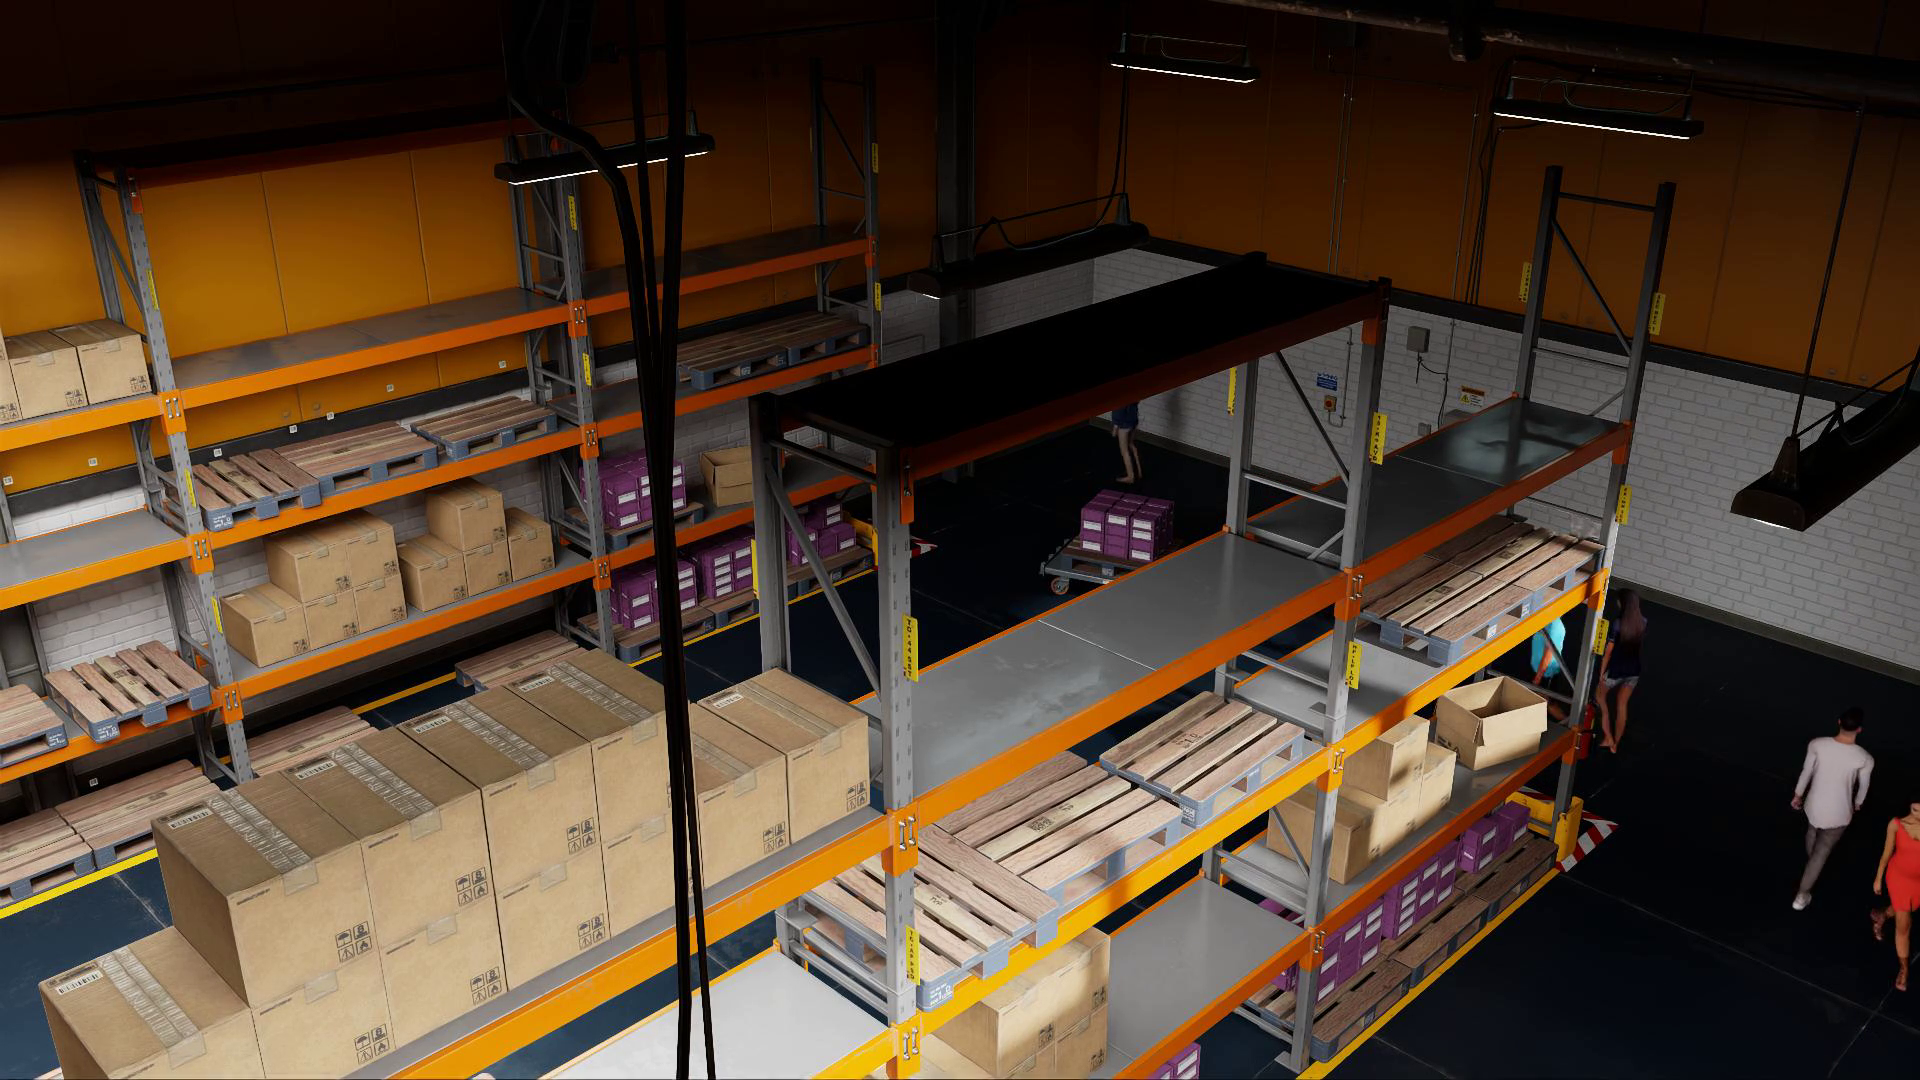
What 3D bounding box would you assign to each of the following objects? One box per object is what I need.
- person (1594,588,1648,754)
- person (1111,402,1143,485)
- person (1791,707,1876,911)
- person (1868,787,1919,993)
[{"bbox_3d":[6.457,1.325,16.152,0.731,1.755,0.802,-2,24,-5],"label":"person"},{"bbox_3d":[2.320,-1.568,22.864,0.591,1.678,0.840,-21,31,-39],"label":"person"},{"bbox_3d":[7.248,2.280,13.926,0.678,1.787,1.131,21,31,40],"label":"person"},{"bbox_3d":[7.487,2.661,13.180,1.002,1.685,1.184,4,24,9],"label":"person"}]
